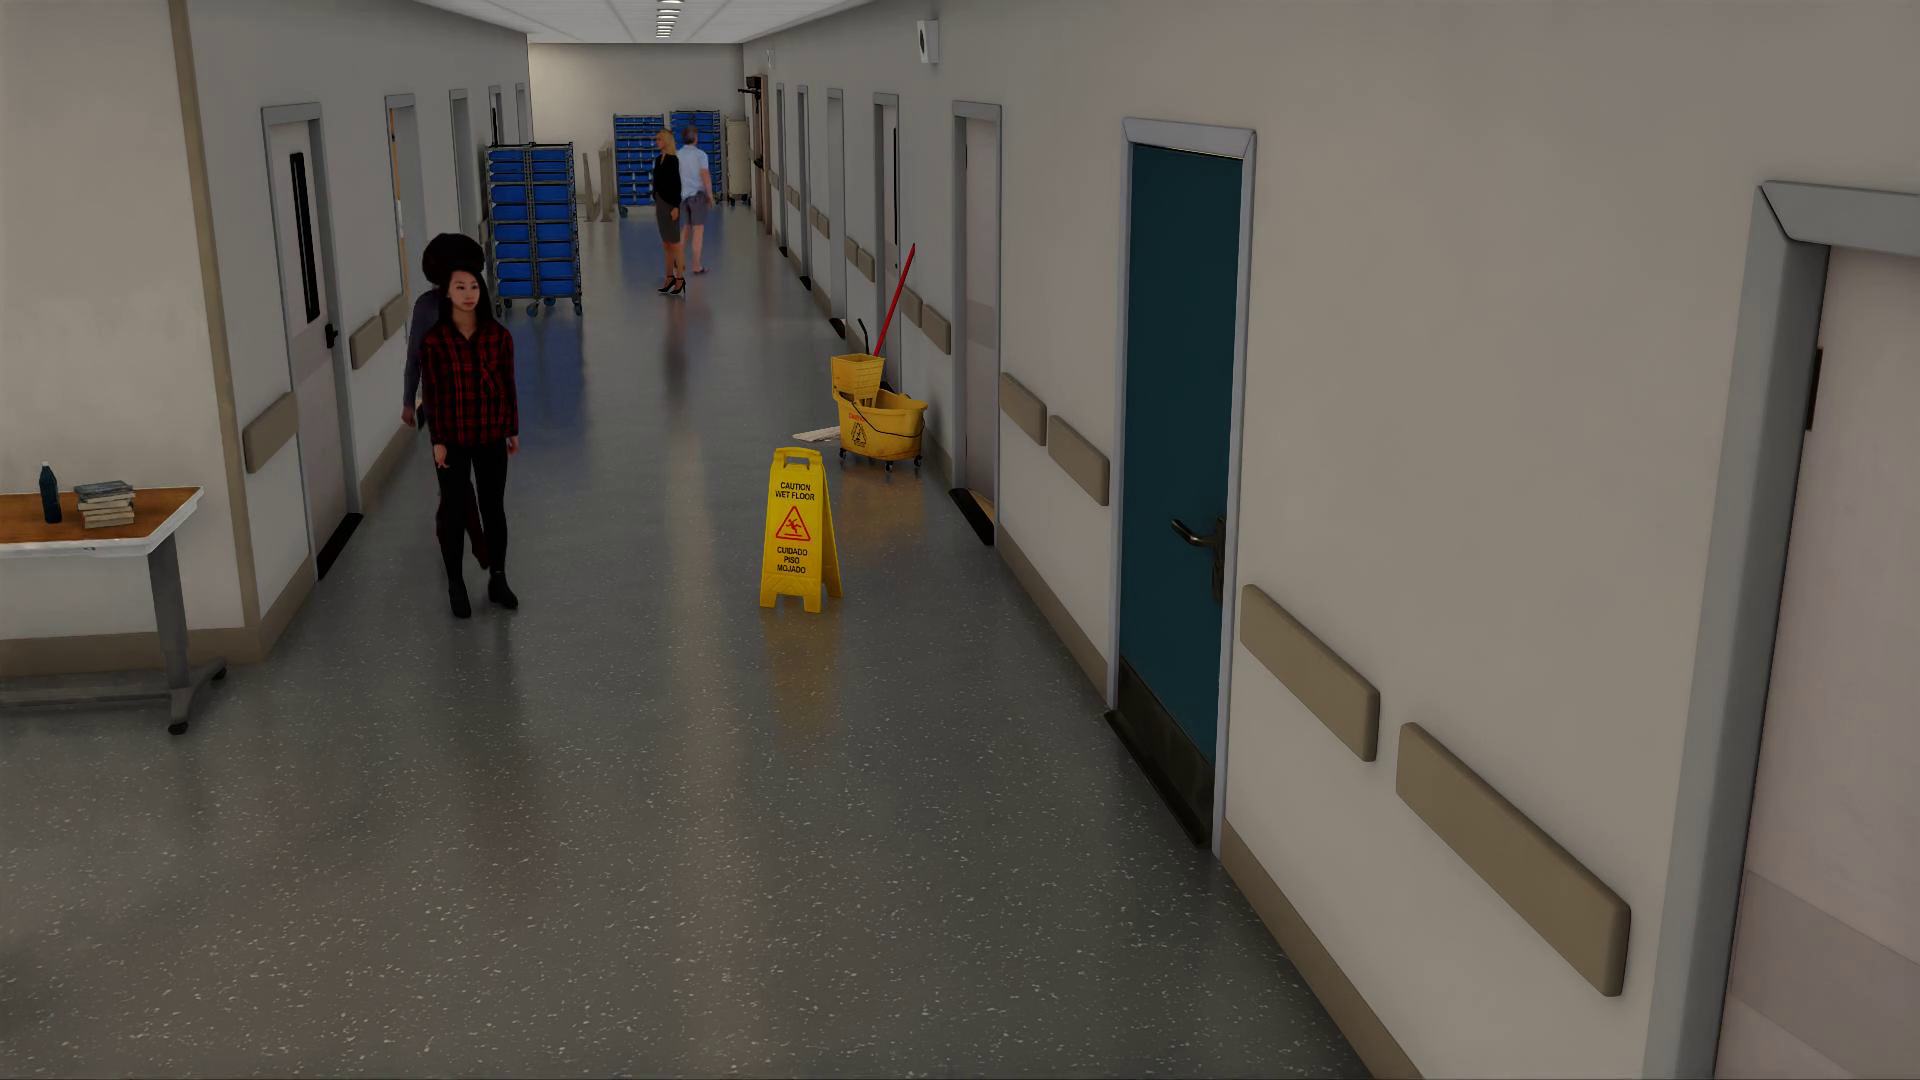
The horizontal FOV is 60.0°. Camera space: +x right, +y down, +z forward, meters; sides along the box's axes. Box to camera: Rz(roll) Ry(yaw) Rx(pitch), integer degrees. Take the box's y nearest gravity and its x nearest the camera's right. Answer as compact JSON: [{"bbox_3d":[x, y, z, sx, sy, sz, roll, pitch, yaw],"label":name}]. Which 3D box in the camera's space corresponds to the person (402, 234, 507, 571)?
[{"bbox_3d":[-2.596,-0.683,8.465,1.010,1.652,1.223,-12,20,-37],"label":"person"}]

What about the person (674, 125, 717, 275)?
[{"bbox_3d":[-3.391,-4.234,20.746,0.831,1.822,0.888,9,18,29],"label":"person"}]

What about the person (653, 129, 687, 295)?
[{"bbox_3d":[-3.305,-3.734,18.934,0.748,1.843,0.643,-13,20,-38],"label":"person"}]

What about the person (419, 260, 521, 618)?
[{"bbox_3d":[-2.279,-0.470,7.716,0.654,1.649,0.648,-11,19,-33],"label":"person"}]
